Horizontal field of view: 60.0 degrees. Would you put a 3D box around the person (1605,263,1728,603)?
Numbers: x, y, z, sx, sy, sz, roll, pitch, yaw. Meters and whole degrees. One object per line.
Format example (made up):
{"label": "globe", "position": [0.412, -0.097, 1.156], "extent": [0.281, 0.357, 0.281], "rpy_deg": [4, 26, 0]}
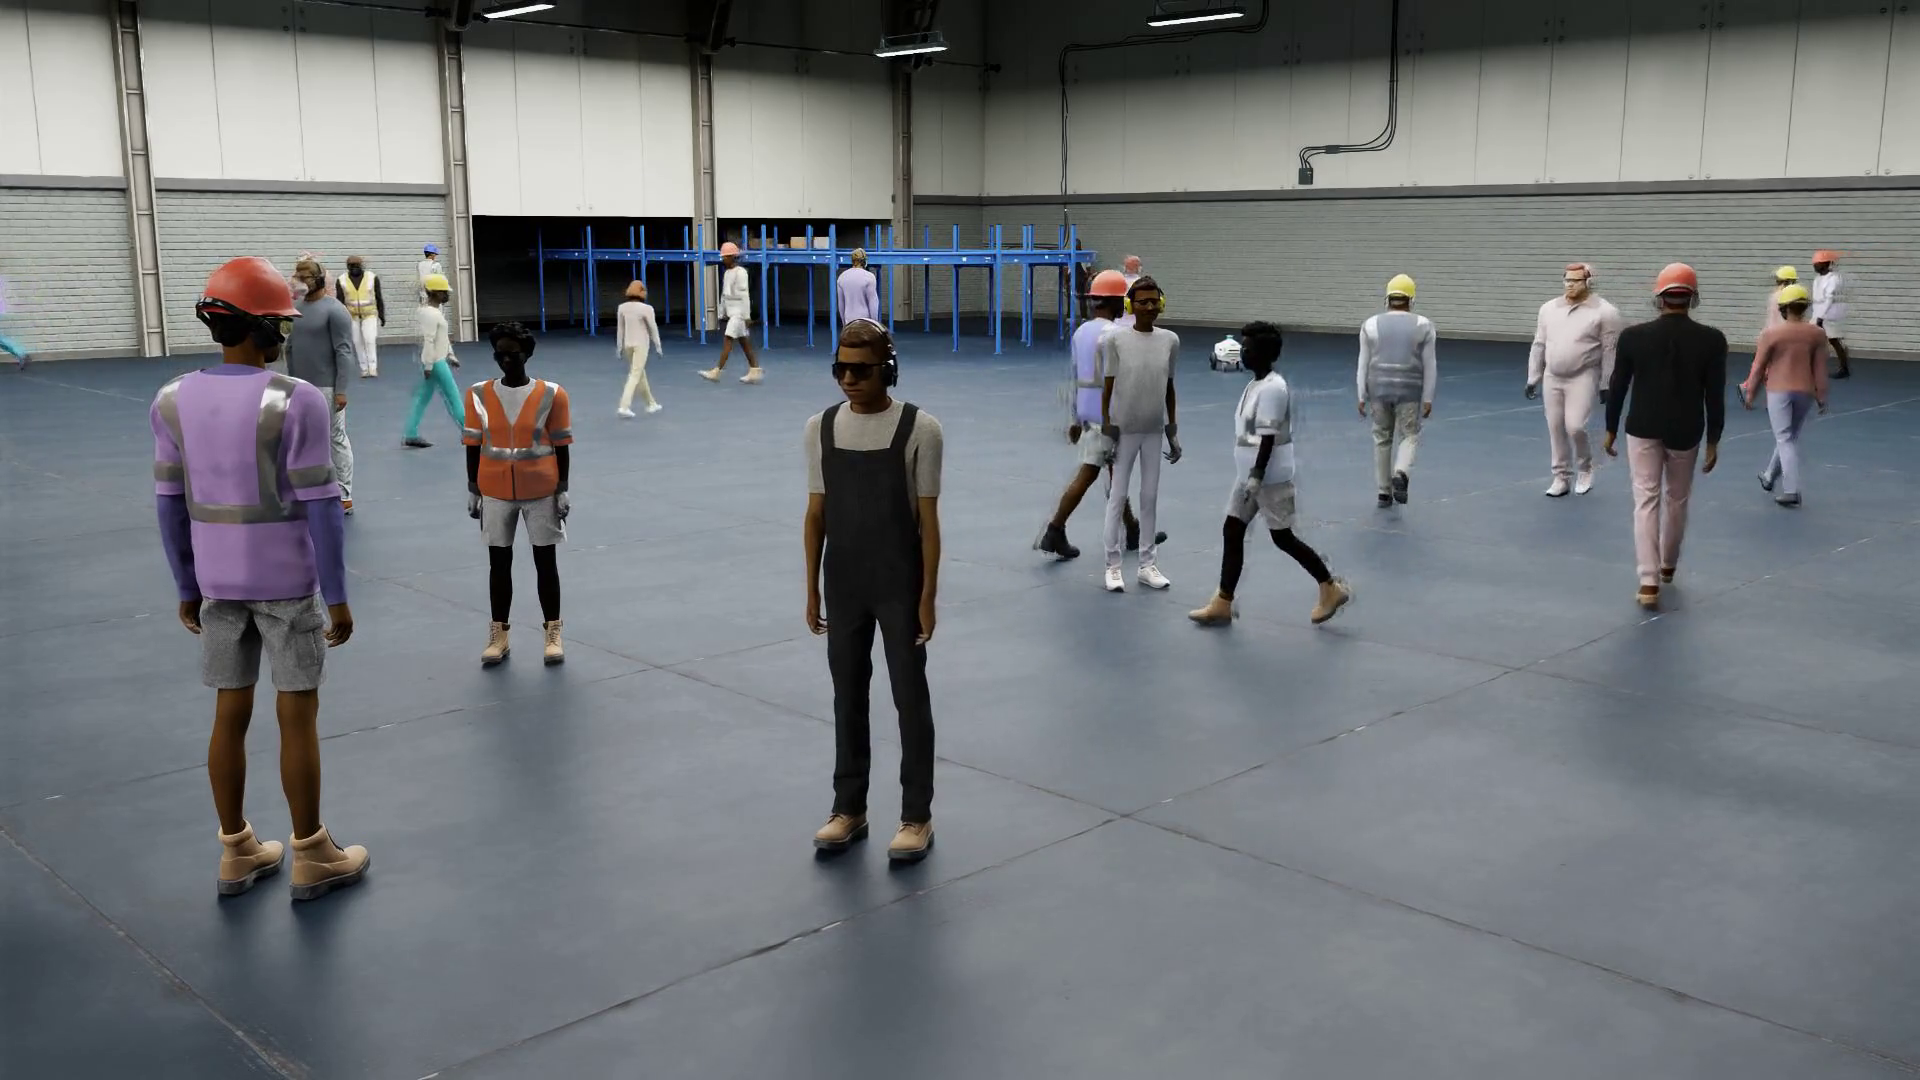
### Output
{"label": "person", "position": [4.128, -0.640, 9.772], "extent": [0.628, 1.938, 1.017], "rpy_deg": [4, 11, 20]}

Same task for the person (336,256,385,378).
{"label": "person", "position": [-8.883, -3.290, 24.619], "extent": [0.652, 1.804, 0.837], "rpy_deg": [-2, 11, -12]}

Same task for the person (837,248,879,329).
{"label": "person", "position": [-1.344, -2.919, 22.223], "extent": [0.632, 1.940, 0.372], "rpy_deg": [7, 12, 33]}

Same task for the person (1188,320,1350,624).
{"label": "person", "position": [1.707, -0.359, 9.022], "extent": [0.831, 1.664, 0.540], "rpy_deg": [-1, 10, -7]}

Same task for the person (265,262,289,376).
{"label": "person", "position": [-5.368, -1.228, 13.095], "extent": [0.635, 1.897, 0.896], "rpy_deg": [2, 11, 12]}

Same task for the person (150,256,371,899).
{"label": "person", "position": [-2.229, 0.125, 5.341], "extent": [0.615, 2.041, 0.385], "rpy_deg": [2, 11, 12]}

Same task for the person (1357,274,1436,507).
{"label": "person", "position": [3.368, -1.141, 12.876], "extent": [0.598, 1.817, 0.563], "rpy_deg": [4, 11, 21]}

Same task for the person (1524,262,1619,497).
{"label": "person", "position": [4.926, -1.292, 13.479], "extent": [0.442, 1.891, 0.650], "rpy_deg": [-10, 14, -43]}

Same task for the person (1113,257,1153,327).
{"label": "person", "position": [2.119, -2.601, 20.759], "extent": [0.639, 1.841, 1.038], "rpy_deg": [3, 11, 15]}

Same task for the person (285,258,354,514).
{"label": "person", "position": [-4.853, -1.151, 12.582], "extent": [0.630, 1.940, 0.373], "rpy_deg": [5, 12, 26]}

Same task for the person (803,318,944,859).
{"label": "person", "position": [-0.299, 0.169, 5.664], "extent": [0.503, 1.839, 0.329], "rpy_deg": [3, 11, 17]}

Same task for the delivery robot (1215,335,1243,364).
{"label": "delivery robot", "position": [4.243, -2.982, 26.202], "extent": [0.477, 0.478, 0.707], "rpy_deg": [-1, 10, -3]}

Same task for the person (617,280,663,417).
{"label": "person", "position": [-3.791, -2.263, 19.607], "extent": [0.517, 1.585, 0.875], "rpy_deg": [6, 12, 28]}

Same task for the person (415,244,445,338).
{"label": "person", "position": [-10.087, -4.667, 31.754], "extent": [0.603, 1.938, 0.402], "rpy_deg": [4, 11, 19]}

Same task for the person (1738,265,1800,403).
{"label": "person", "position": [9.788, -2.426, 20.032], "extent": [0.599, 1.748, 0.539], "rpy_deg": [3, 11, 17]}

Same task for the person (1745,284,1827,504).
{"label": "person", "position": [6.581, -1.174, 13.304], "extent": [0.542, 1.710, 0.934], "rpy_deg": [0, 10, -2]}

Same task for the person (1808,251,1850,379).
{"label": "person", "position": [12.801, -3.327, 24.633], "extent": [0.989, 1.890, 0.552], "rpy_deg": [-2, 11, -9]}

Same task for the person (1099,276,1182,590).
{"label": "person", "position": [1.084, -0.640, 9.980], "extent": [0.518, 1.874, 0.329], "rpy_deg": [-3, 11, -16]}

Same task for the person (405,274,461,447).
{"label": "person", "position": [-5.167, -1.787, 16.652], "extent": [0.913, 1.720, 0.531], "rpy_deg": [-3, 11, -16]}

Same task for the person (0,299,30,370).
{"label": "person", "position": [-14.808, -3.456, 25.492], "extent": [0.781, 1.821, 0.572], "rpy_deg": [-5, 12, -27]}

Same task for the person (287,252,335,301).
{"label": "person", "position": [-9.562, -3.306, 24.545], "extent": [0.703, 1.862, 0.736], "rpy_deg": [1, 10, 3]}

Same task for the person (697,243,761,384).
{"label": "person", "position": [-3.312, -3.217, 23.686], "extent": [1.021, 1.990, 0.639], "rpy_deg": [-5, 11, -25]}

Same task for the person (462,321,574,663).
{"label": "person", "position": [-2.185, -0.233, 8.240], "extent": [0.540, 1.696, 0.316], "rpy_deg": [-1, 10, -5]}

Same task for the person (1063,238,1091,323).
{"label": "person", "position": [2.827, -6.314, 40.576], "extent": [0.678, 2.000, 0.537], "rpy_deg": [-1, 10, -6]}

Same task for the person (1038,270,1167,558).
{"label": "person", "position": [0.927, -0.832, 11.015], "extent": [1.013, 1.894, 0.563], "rpy_deg": [-4, 11, -22]}
